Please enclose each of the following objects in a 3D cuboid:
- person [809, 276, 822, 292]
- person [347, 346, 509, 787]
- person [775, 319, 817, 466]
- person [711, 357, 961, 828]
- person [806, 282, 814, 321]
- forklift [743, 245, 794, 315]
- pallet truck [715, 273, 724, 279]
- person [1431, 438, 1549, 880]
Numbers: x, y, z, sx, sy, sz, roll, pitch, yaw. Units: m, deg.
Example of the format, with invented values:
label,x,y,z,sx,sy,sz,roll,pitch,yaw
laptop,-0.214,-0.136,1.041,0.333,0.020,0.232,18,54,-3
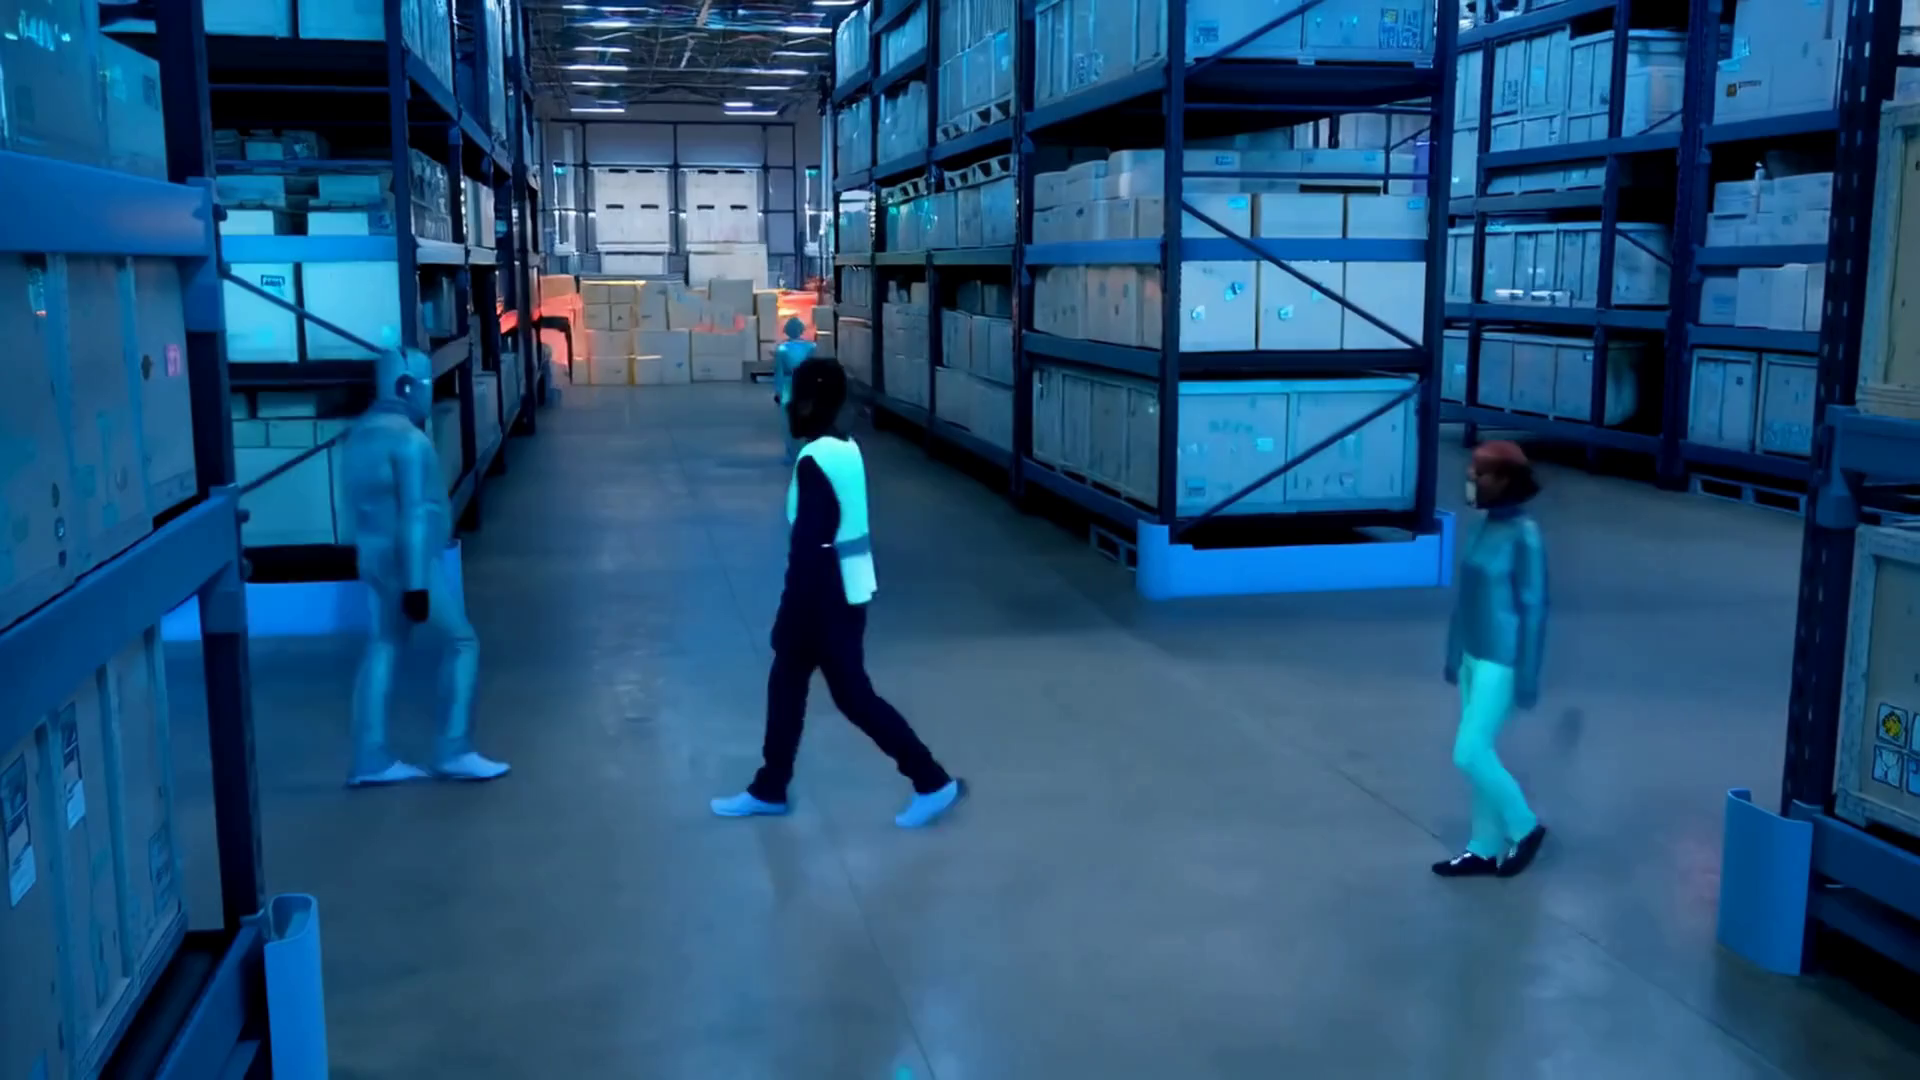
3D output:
label,x,y,z,sx,sy,sz,roll,pitch,yaw
person,-5.325,-8.840,61.732,0.585,1.882,0.343,2,9,10
person,-2.276,0.121,7.111,0.730,1.882,0.686,-7,11,-35
person,-1.823,-1.646,18.634,0.512,1.639,0.311,-5,11,-30
person,-0.484,0.216,6.572,0.982,1.883,0.592,0,9,2
person,-6.044,-9.657,67.487,0.339,1.633,0.712,6,11,30
forklift,-5.578,-6.690,45.602,1.873,2.768,1.129,-7,12,-36
pallet truck,-8.580,-8.986,62.280,1.885,1.965,0.823,1,9,5
person,1.871,0.445,5.937,0.345,1.620,0.525,-1,9,-7
